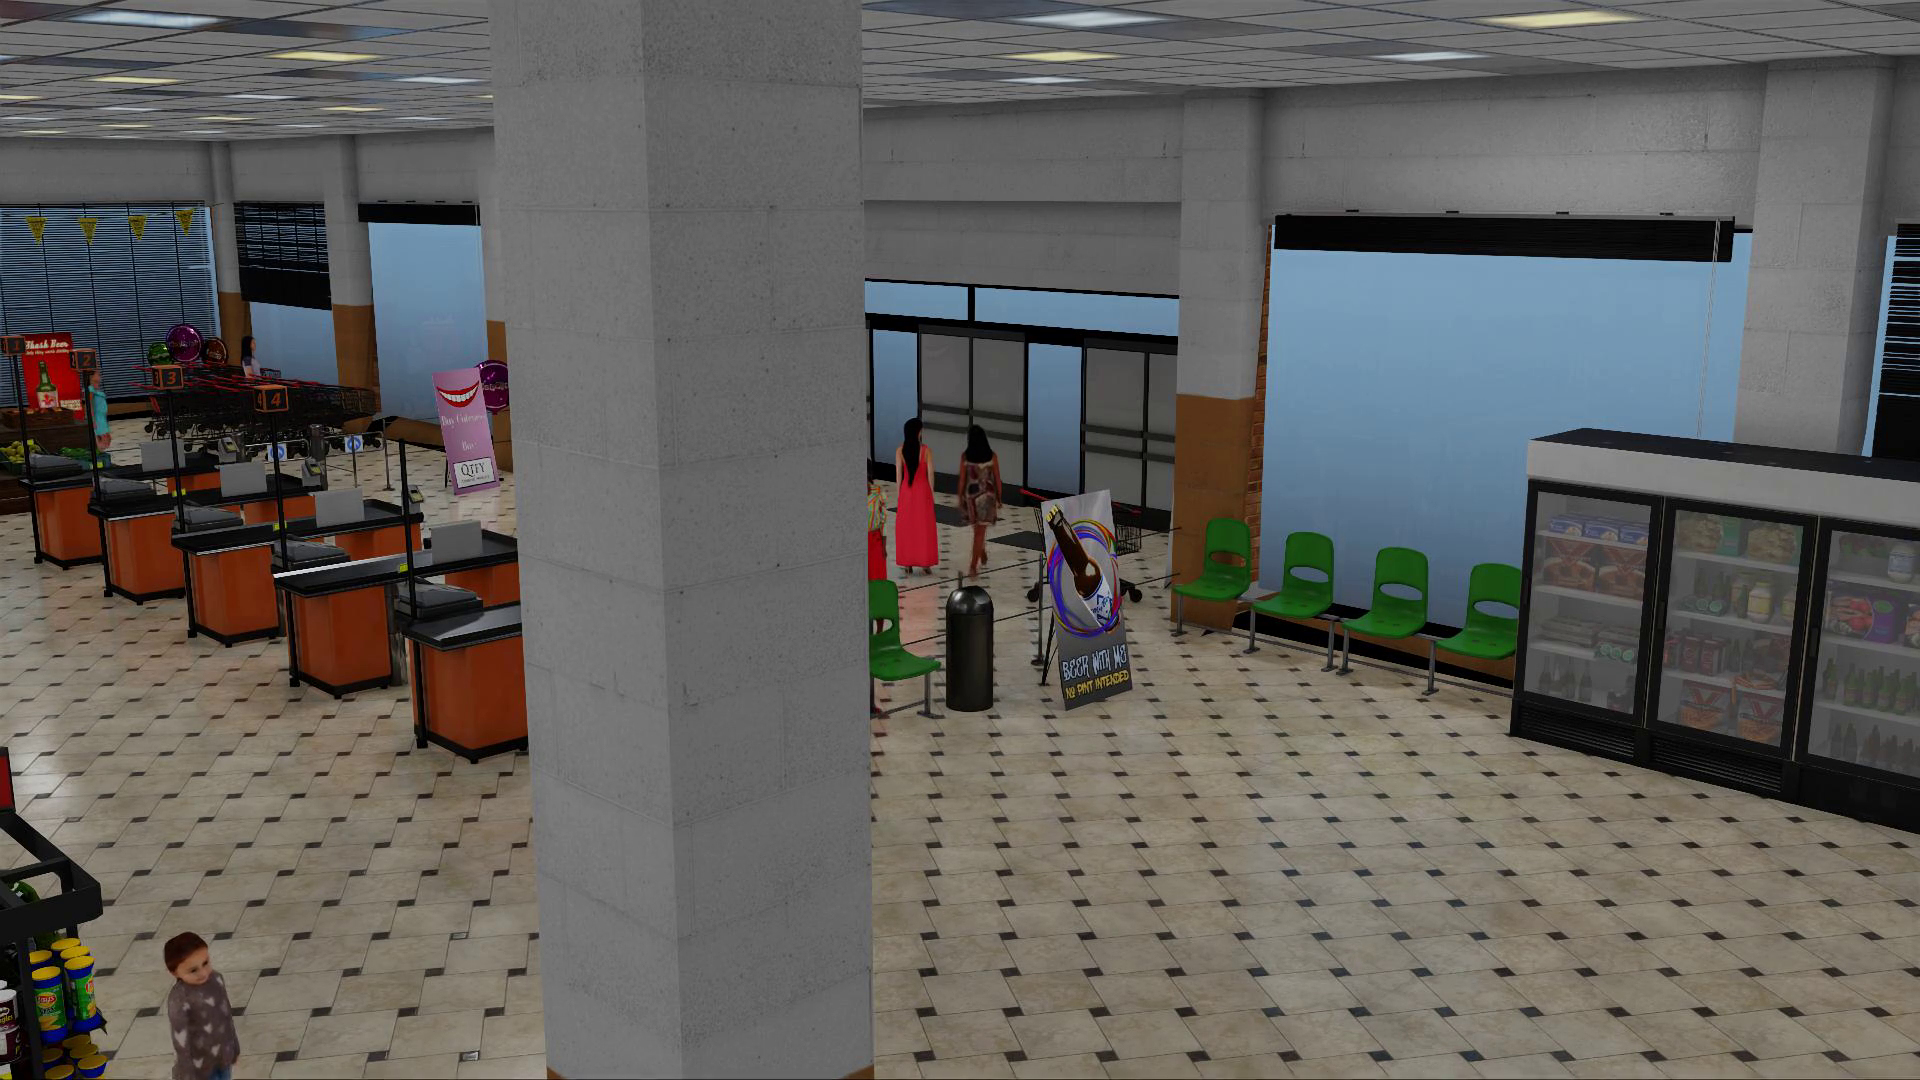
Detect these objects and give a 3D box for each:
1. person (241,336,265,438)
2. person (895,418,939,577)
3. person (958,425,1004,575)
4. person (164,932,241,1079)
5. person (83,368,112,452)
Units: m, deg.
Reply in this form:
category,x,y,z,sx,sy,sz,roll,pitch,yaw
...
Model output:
category,x,y,z,sx,sy,sz,roll,pitch,yaw
person,-11.999,-2.608,28.199,0.673,1.706,0.673,-4,13,-18
person,-0.484,-0.468,17.986,0.713,1.727,0.746,2,12,10
person,0.199,-0.395,17.963,1.072,1.593,1.186,1,12,6
person,-3.159,2.155,6.867,0.759,1.174,0.762,3,12,13
person,-12.887,-1.799,24.723,0.720,1.556,0.670,-2,12,-8
